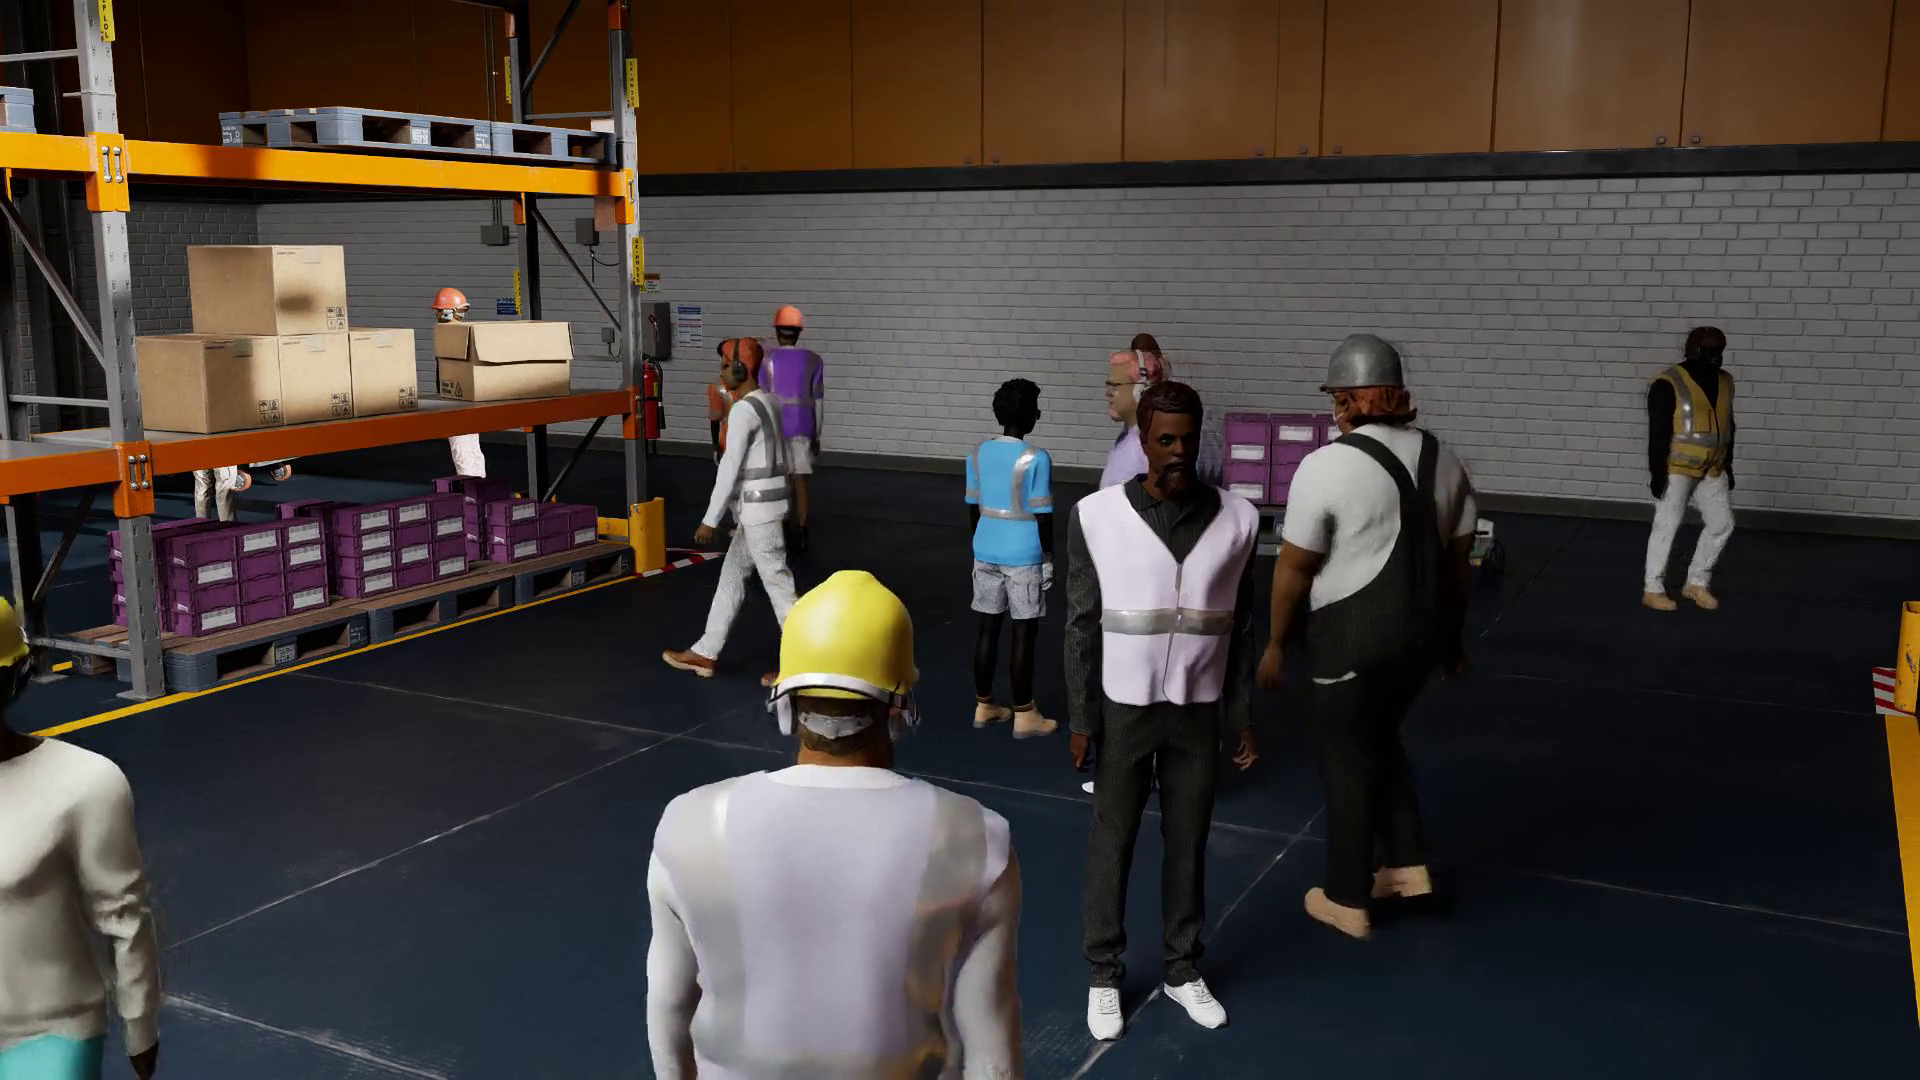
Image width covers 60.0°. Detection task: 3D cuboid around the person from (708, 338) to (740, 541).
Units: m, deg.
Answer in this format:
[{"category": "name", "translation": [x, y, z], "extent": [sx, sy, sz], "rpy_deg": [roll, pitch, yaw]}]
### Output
[{"category": "person", "translation": [-1.608, -0.707, 12.630], "extent": [0.577, 1.636, 0.889], "rpy_deg": [-5, 11, -28]}]

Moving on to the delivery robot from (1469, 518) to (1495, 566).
[{"category": "delivery robot", "translation": [3.482, -0.078, 11.842], "extent": [0.477, 0.478, 0.707], "rpy_deg": [-3, 11, -16]}]

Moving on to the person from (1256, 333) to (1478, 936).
[{"category": "person", "translation": [1.362, 0.301, 5.632], "extent": [0.718, 2.000, 0.543], "rpy_deg": [-6, 11, -31]}]

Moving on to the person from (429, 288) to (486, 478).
[{"category": "person", "translation": [-4.142, -1.075, 13.729], "extent": [0.390, 1.995, 0.613], "rpy_deg": [0, 10, 3]}]

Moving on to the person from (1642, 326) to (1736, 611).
[{"category": "person", "translation": [4.663, -0.439, 10.541], "extent": [0.645, 1.822, 0.542], "rpy_deg": [-3, 10, -19]}]

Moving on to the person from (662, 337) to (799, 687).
[{"category": "person", "translation": [-1.182, -0.128, 8.707], "extent": [0.948, 1.838, 0.579], "rpy_deg": [1, 10, 4]}]

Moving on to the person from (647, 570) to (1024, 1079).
[{"category": "person", "translation": [-0.202, 0.931, 2.716], "extent": [0.608, 1.782, 0.919], "rpy_deg": [0, 10, 2]}]

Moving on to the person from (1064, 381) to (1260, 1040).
[{"category": "person", "translation": [0.589, 0.491, 4.884], "extent": [0.587, 1.920, 0.392], "rpy_deg": [-2, 10, -12]}]

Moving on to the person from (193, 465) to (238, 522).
[{"category": "person", "translation": [-5.735, -0.735, 12.793], "extent": [0.514, 1.641, 0.307], "rpy_deg": [4, 11, 22]}]

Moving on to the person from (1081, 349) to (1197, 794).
[{"category": "person", "translation": [0.751, 0.163, 6.860], "extent": [0.456, 1.890, 0.669], "rpy_deg": [-1, 10, -8]}]

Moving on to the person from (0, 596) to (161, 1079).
[{"category": "person", "translation": [-1.765, 0.911, 3.034], "extent": [0.523, 1.717, 0.924], "rpy_deg": [0, 10, 0]}]

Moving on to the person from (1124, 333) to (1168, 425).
[{"category": "person", "translation": [1.500, -0.864, 13.554], "extent": [0.268, 1.631, 0.509], "rpy_deg": [-6, 11, -29]}]

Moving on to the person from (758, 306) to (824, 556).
[{"category": "person", "translation": [-1.301, -0.833, 12.678], "extent": [0.553, 1.899, 0.947], "rpy_deg": [-1, 10, -8]}]

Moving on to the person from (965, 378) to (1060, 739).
[{"category": "person", "translation": [0.251, 0.084, 7.883], "extent": [0.317, 1.695, 0.540], "rpy_deg": [-9, 13, -42]}]
